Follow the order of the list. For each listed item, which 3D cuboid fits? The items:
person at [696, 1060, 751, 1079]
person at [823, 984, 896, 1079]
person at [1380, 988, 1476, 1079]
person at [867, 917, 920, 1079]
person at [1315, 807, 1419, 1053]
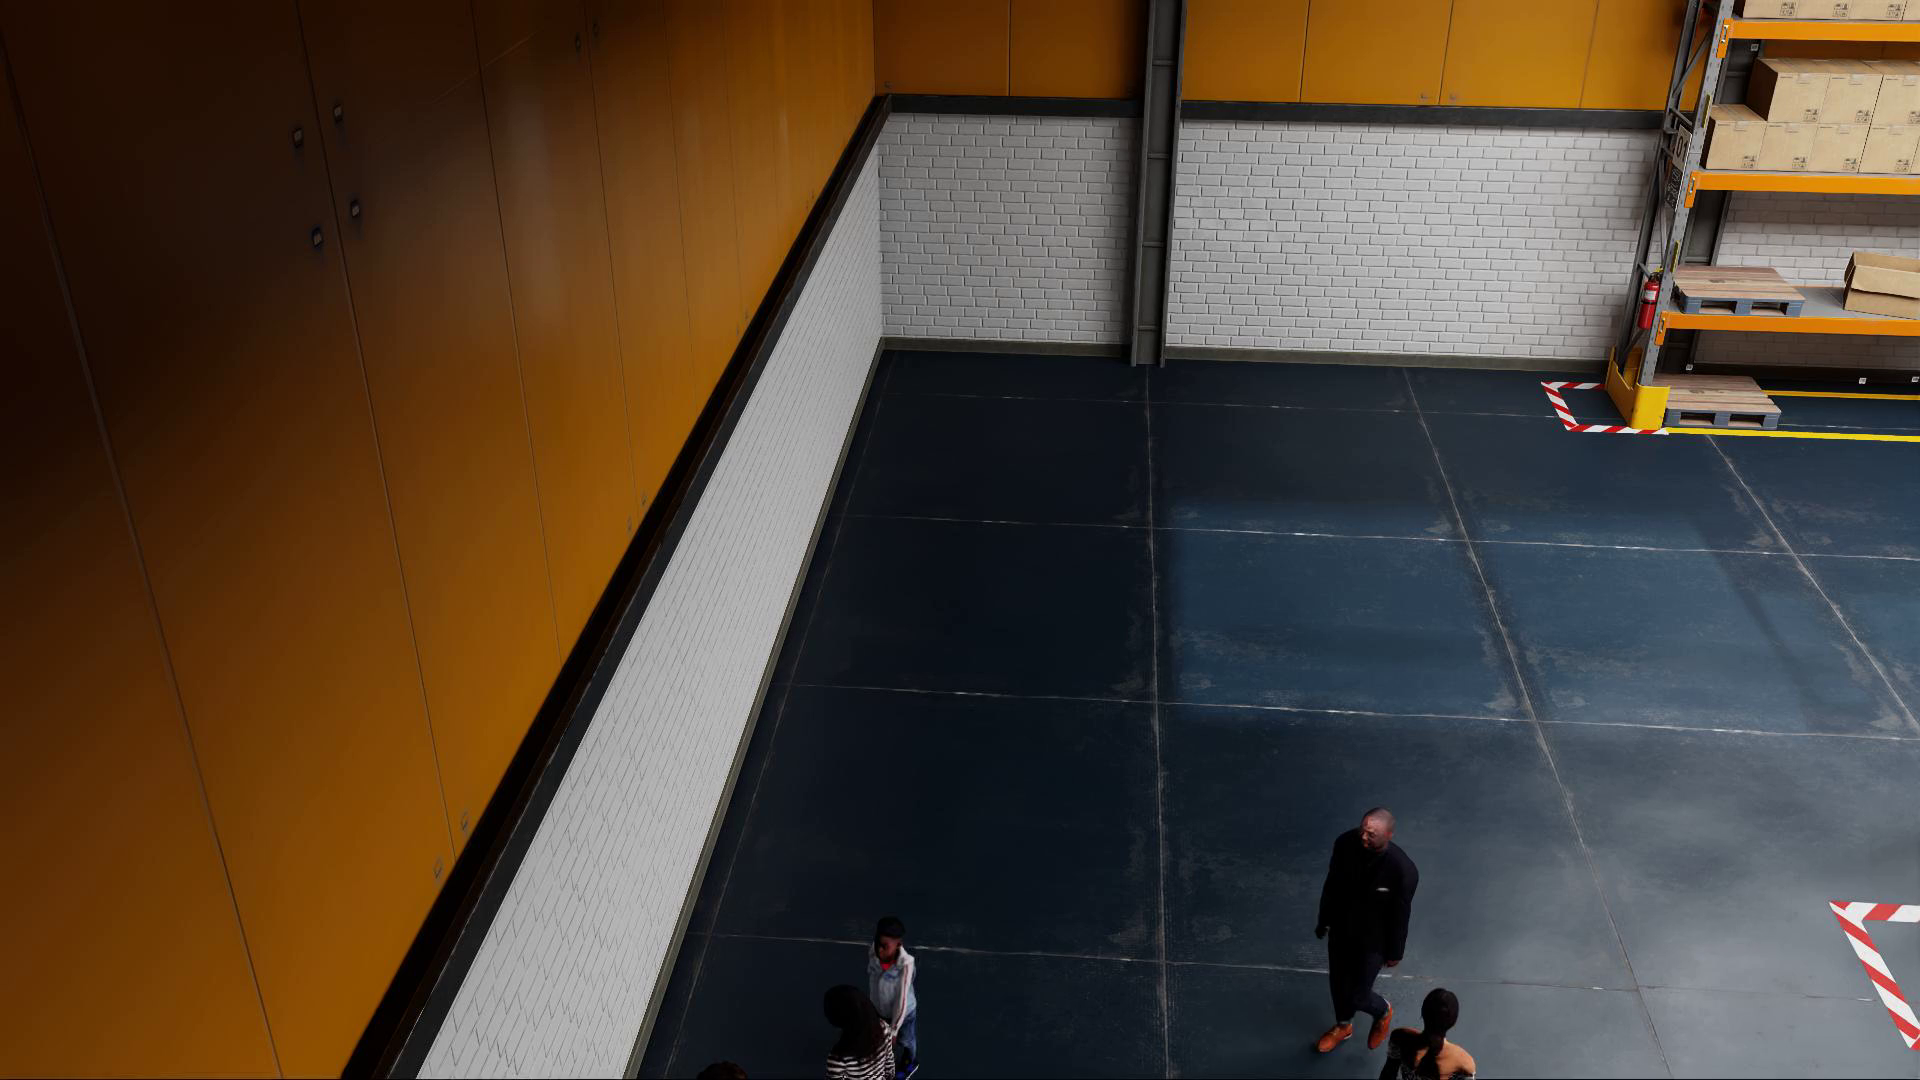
[{"bbox_3d":[-1.115,3.226,8.140,0.499,1.711,0.575,3,29,5],"label":"person"},{"bbox_3d":[-0.439,3.018,8.460,0.842,1.770,0.782,24,37,37],"label":"person"},{"bbox_3d":[2.269,3.040,8.385,0.814,1.804,0.861,20,34,32],"label":"person"},{"bbox_3d":[-0.351,2.671,9.654,0.821,1.235,0.773,17,33,29],"label":"person"},{"bbox_3d":[2.418,2.277,9.781,0.928,1.805,0.872,-20,34,-32],"label":"person"}]
